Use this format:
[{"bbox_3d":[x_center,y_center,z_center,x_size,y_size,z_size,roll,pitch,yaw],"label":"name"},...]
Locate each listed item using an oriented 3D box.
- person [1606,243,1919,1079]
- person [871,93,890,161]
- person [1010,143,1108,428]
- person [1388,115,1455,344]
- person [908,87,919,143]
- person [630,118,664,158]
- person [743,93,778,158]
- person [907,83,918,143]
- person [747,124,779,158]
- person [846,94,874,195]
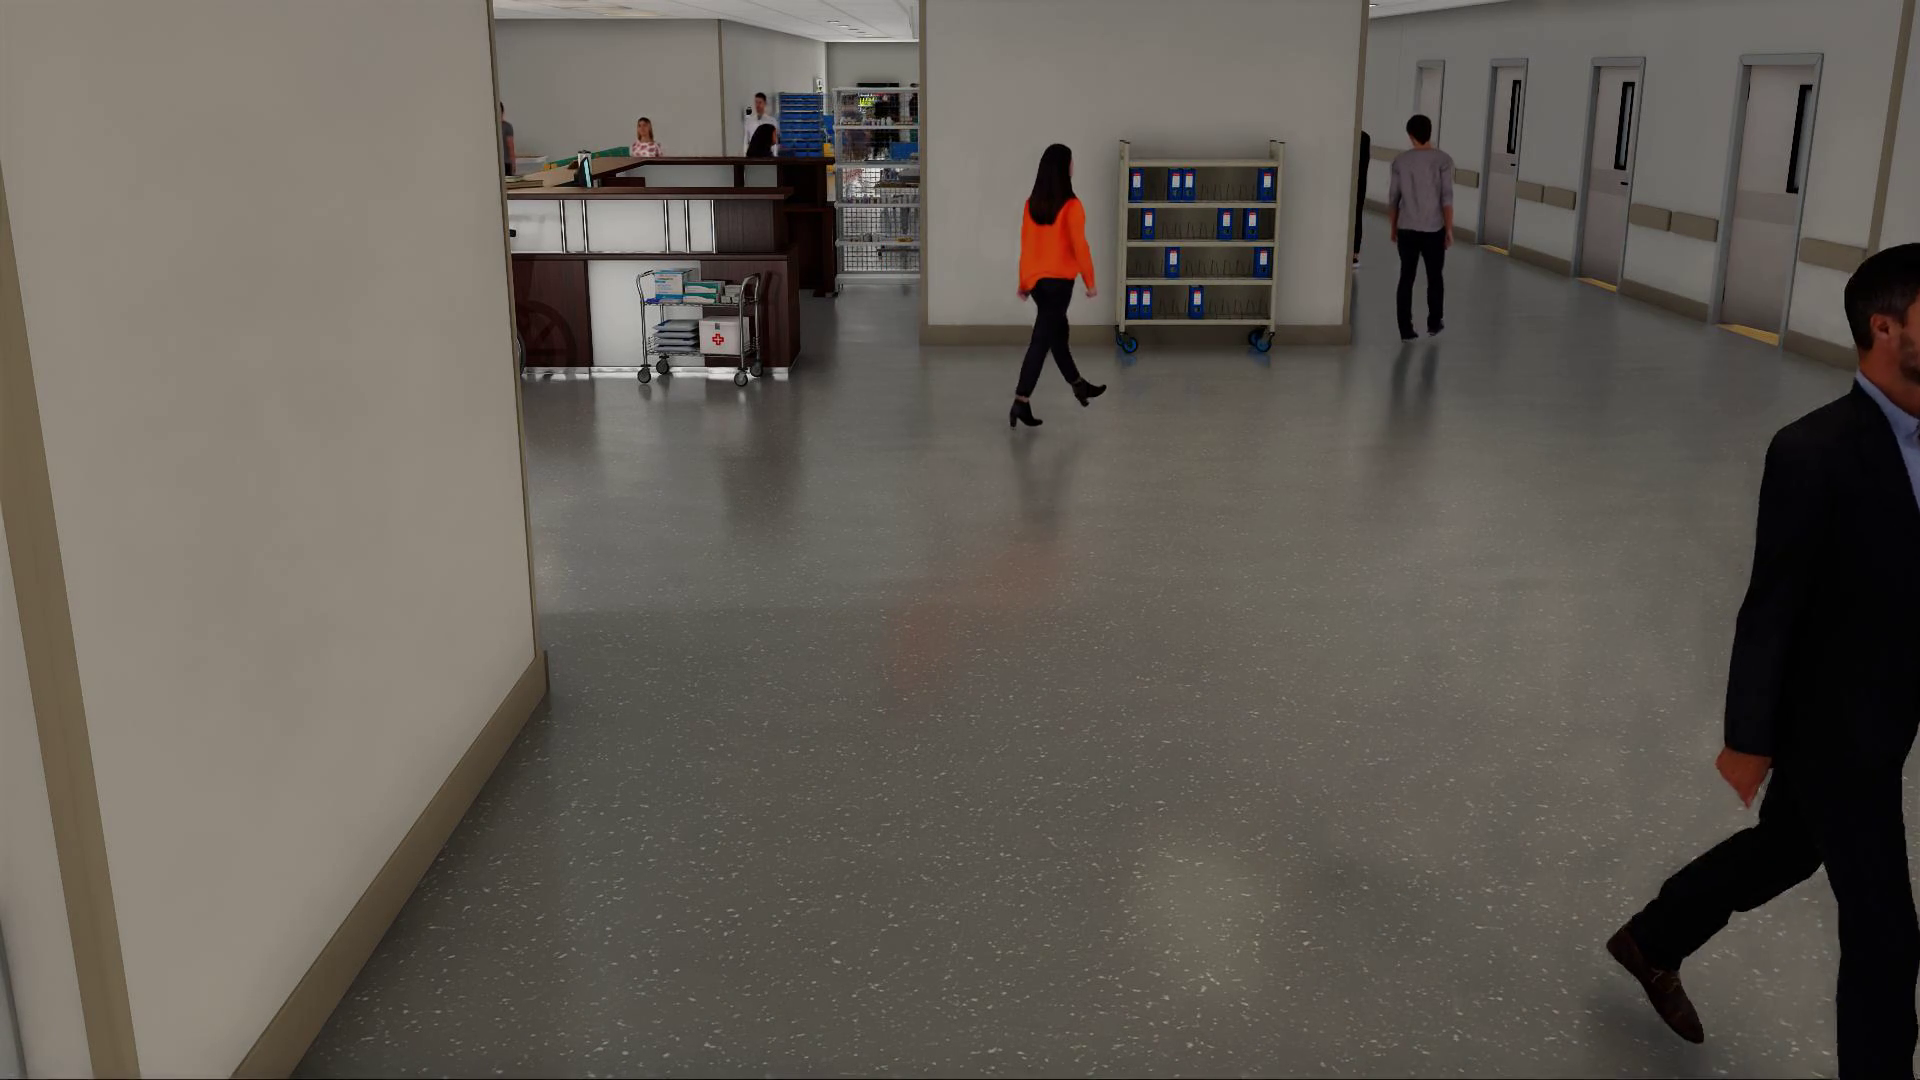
[{"bbox_3d":[1.723,0.347,3.373,1.269,1.824,1.119,-9,18,-28],"label":"person"},{"bbox_3d":[-1.847,-9.715,39.237,1.157,1.731,1.030,8,17,25],"label":"person"},{"bbox_3d":[0.491,-1.519,10.200,1.173,1.711,1.027,-11,19,-35],"label":"person"},{"bbox_3d":[3.692,-2.487,13.467,1.037,1.801,1.027,9,18,28],"label":"person"},{"bbox_3d":[-1.297,-12.072,47.580,0.619,1.740,0.672,5,16,16],"label":"person"},{"bbox_3d":[-3.783,-4.289,20.197,0.771,1.618,0.655,1,16,4],"label":"person"},{"bbox_3d":[-2.899,-5.576,24.389,1.244,1.821,0.936,5,16,16],"label":"person"},{"bbox_3d":[-1.342,-12.292,48.179,0.734,1.837,0.753,9,18,28],"label":"person"},{"bbox_3d":[-2.237,-3.725,18.289,1.231,1.569,0.902,-6,17,-22],"label":"person"},{"bbox_3d":[-1.864,-7.234,30.522,1.171,1.822,1.060,8,18,26],"label":"person"}]
